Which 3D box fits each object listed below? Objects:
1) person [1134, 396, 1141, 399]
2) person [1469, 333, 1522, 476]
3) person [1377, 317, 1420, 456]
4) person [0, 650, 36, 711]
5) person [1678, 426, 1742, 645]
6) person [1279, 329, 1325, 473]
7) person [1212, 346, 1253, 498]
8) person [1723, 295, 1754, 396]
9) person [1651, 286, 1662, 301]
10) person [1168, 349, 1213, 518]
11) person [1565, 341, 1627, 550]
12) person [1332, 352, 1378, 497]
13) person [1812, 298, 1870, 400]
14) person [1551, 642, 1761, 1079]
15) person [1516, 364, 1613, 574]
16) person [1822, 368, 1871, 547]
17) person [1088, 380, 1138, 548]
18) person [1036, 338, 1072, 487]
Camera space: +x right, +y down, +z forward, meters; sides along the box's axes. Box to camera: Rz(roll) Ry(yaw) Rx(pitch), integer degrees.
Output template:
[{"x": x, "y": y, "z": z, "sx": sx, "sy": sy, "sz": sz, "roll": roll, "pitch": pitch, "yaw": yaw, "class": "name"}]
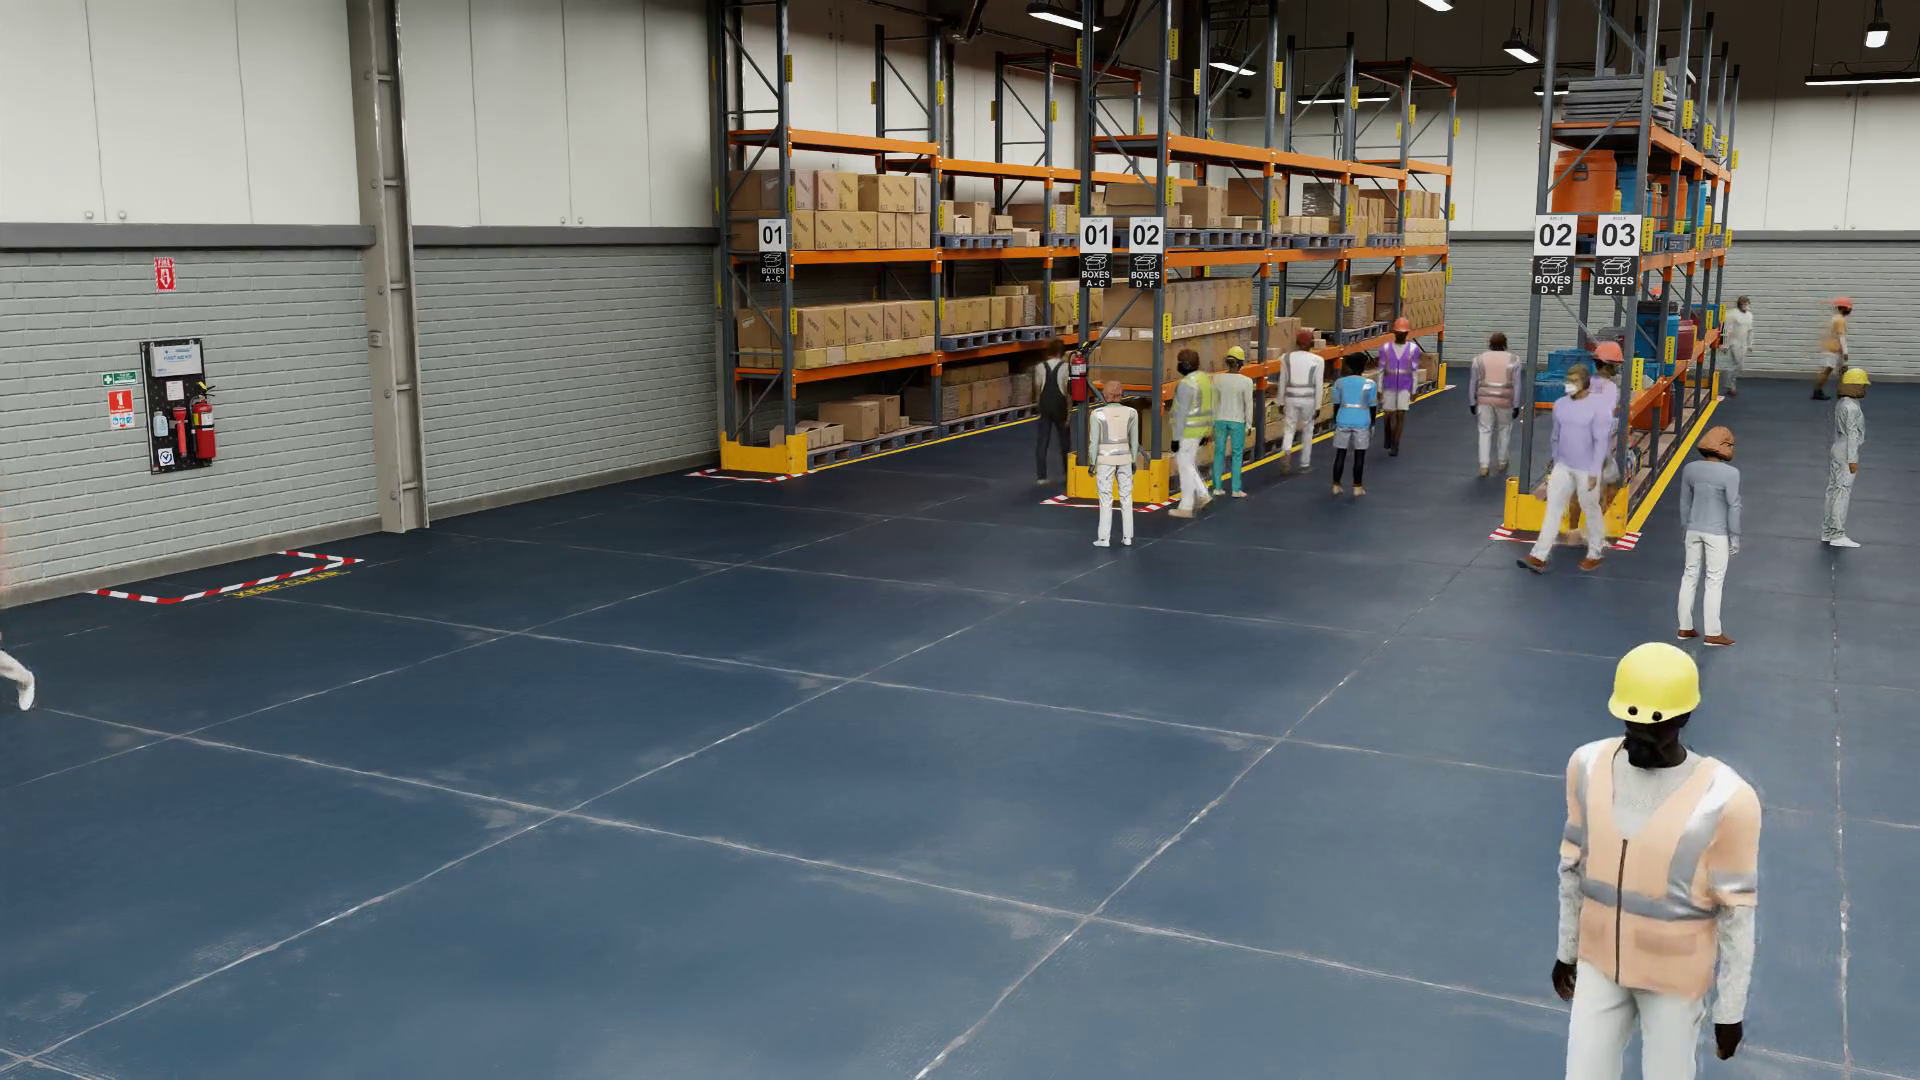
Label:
[{"x": 3.037, "y": -2.811, "z": 27.167, "sx": 0.523, "sy": 1.769, "sz": 0.315, "roll": 5, "pitch": 12, "yaw": 27, "class": "person"}, {"x": 6.850, "y": -1.748, "z": 21.290, "sx": 0.650, "sy": 1.790, "sz": 0.946, "roll": 4, "pitch": 11, "yaw": 23, "class": "person"}, {"x": 6.051, "y": -2.122, "z": 22.986, "sx": 0.558, "sy": 1.918, "sz": 0.558, "roll": 3, "pitch": 11, "yaw": 16, "class": "person"}, {"x": -6.090, "y": 0.375, "z": 10.215, "sx": 0.523, "sy": 1.613, "sz": 0.736, "roll": 2, "pitch": 11, "yaw": 10, "class": "person"}, {"x": 5.584, "y": -0.035, "z": 12.388, "sx": 0.280, "sy": 1.633, "sz": 0.498, "roll": -5, "pitch": 12, "yaw": -27, "class": "person"}, {"x": 4.303, "y": -1.739, "z": 21.064, "sx": 0.582, "sy": 1.862, "sz": 0.734, "roll": 4, "pitch": 11, "yaw": 22, "class": "person"}, {"x": 3.162, "y": -1.369, "z": 19.329, "sx": 0.518, "sy": 1.757, "sz": 0.339, "roll": 7, "pitch": 12, "yaw": 32, "class": "person"}, {"x": 14.701, "y": -3.647, "z": 31.335, "sx": 0.657, "sy": 1.905, "sz": 0.535, "roll": -6, "pitch": 12, "yaw": -29, "class": "person"}, {"x": 14.415, "y": -4.260, "z": 34.450, "sx": 0.402, "sy": 1.990, "sz": 0.622, "roll": 6, "pitch": 12, "yaw": 30, "class": "person"}, {"x": 2.450, "y": -1.139, "z": 17.871, "sx": 0.442, "sy": 1.829, "sz": 0.652, "roll": 6, "pitch": 12, "yaw": 28, "class": "person"}, {"x": 6.128, "y": -0.896, "z": 16.022, "sx": 0.511, "sy": 2.021, "sz": 0.625, "roll": -2, "pitch": 11, "yaw": -12, "class": "person"}, {"x": 4.586, "y": -1.336, "z": 19.358, "sx": 0.537, "sy": 1.684, "sz": 0.337, "roll": 6, "pitch": 12, "yaw": 31, "class": "person"}, {"x": 16.222, "y": -3.487, "z": 30.515, "sx": 0.976, "sy": 1.885, "sz": 0.575, "roll": 5, "pitch": 12, "yaw": 26, "class": "person"}, {"x": 2.012, "y": 1.212, "z": 4.849, "sx": 0.745, "sy": 1.909, "sz": 0.597, "roll": -8, "pitch": 13, "yaw": -36, "class": "person"}, {"x": 5.464, "y": -0.619, "z": 14.864, "sx": 1.013, "sy": 1.884, "sz": 0.653, "roll": -7, "pitch": 12, "yaw": -32, "class": "person"}, {"x": 8.710, "y": -0.812, "z": 16.324, "sx": 0.292, "sy": 1.745, "sz": 0.487, "roll": 2, "pitch": 11, "yaw": 13, "class": "person"}, {"x": 1.490, "y": -0.733, "z": 16.186, "sx": 0.514, "sy": 1.637, "sz": 0.315, "roll": -3, "pitch": 11, "yaw": -17, "class": "person"}, {"x": 1.170, "y": -1.570, "z": 20.337, "sx": 0.519, "sy": 1.786, "sz": 0.977, "roll": 4, "pitch": 11, "yaw": 22, "class": "person"}]
